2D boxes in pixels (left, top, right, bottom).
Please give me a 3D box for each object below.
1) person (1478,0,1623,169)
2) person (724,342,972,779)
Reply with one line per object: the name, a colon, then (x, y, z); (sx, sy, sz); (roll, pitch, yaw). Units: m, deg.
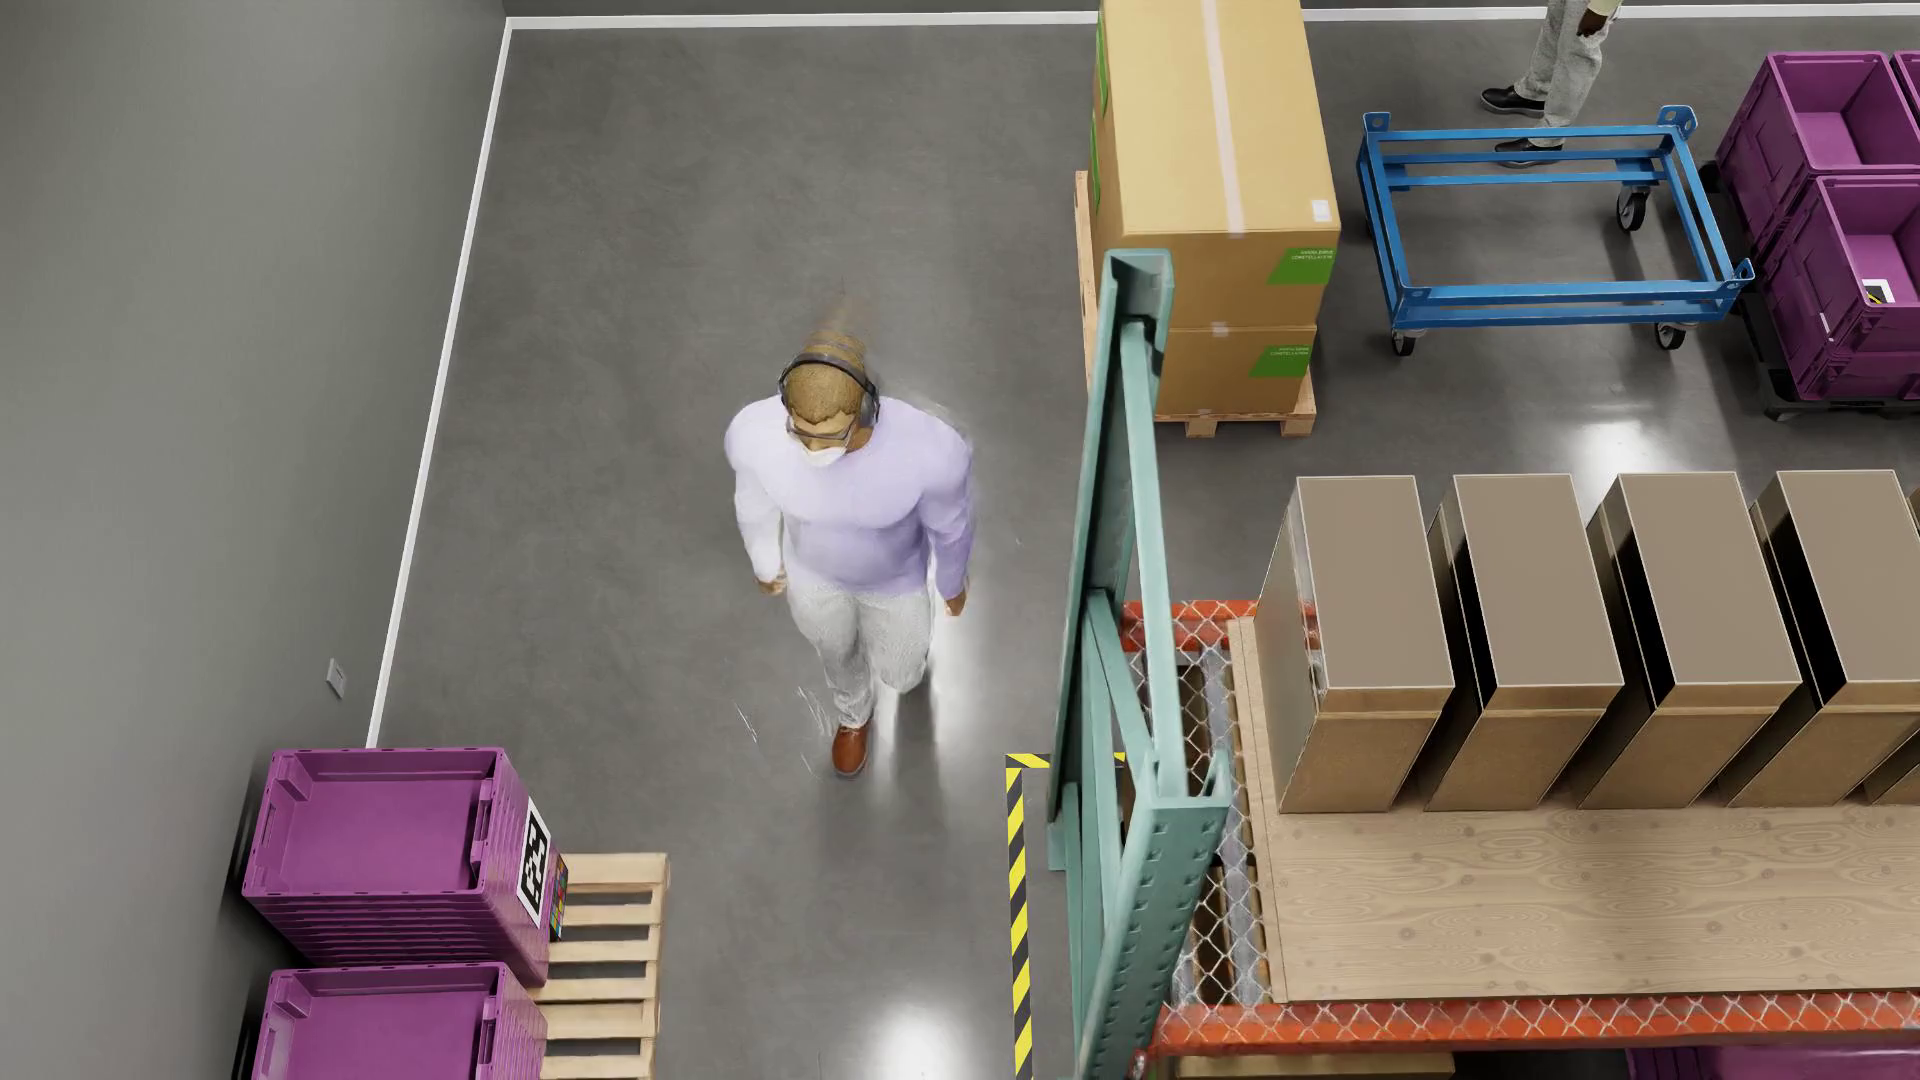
person: (2.317, -2.149, 6.082); (0.403, 1.831, 0.588); (2, 58, 1)
person: (-0.285, 0.039, 4.640); (0.648, 1.927, 0.508); (8, 58, 5)
